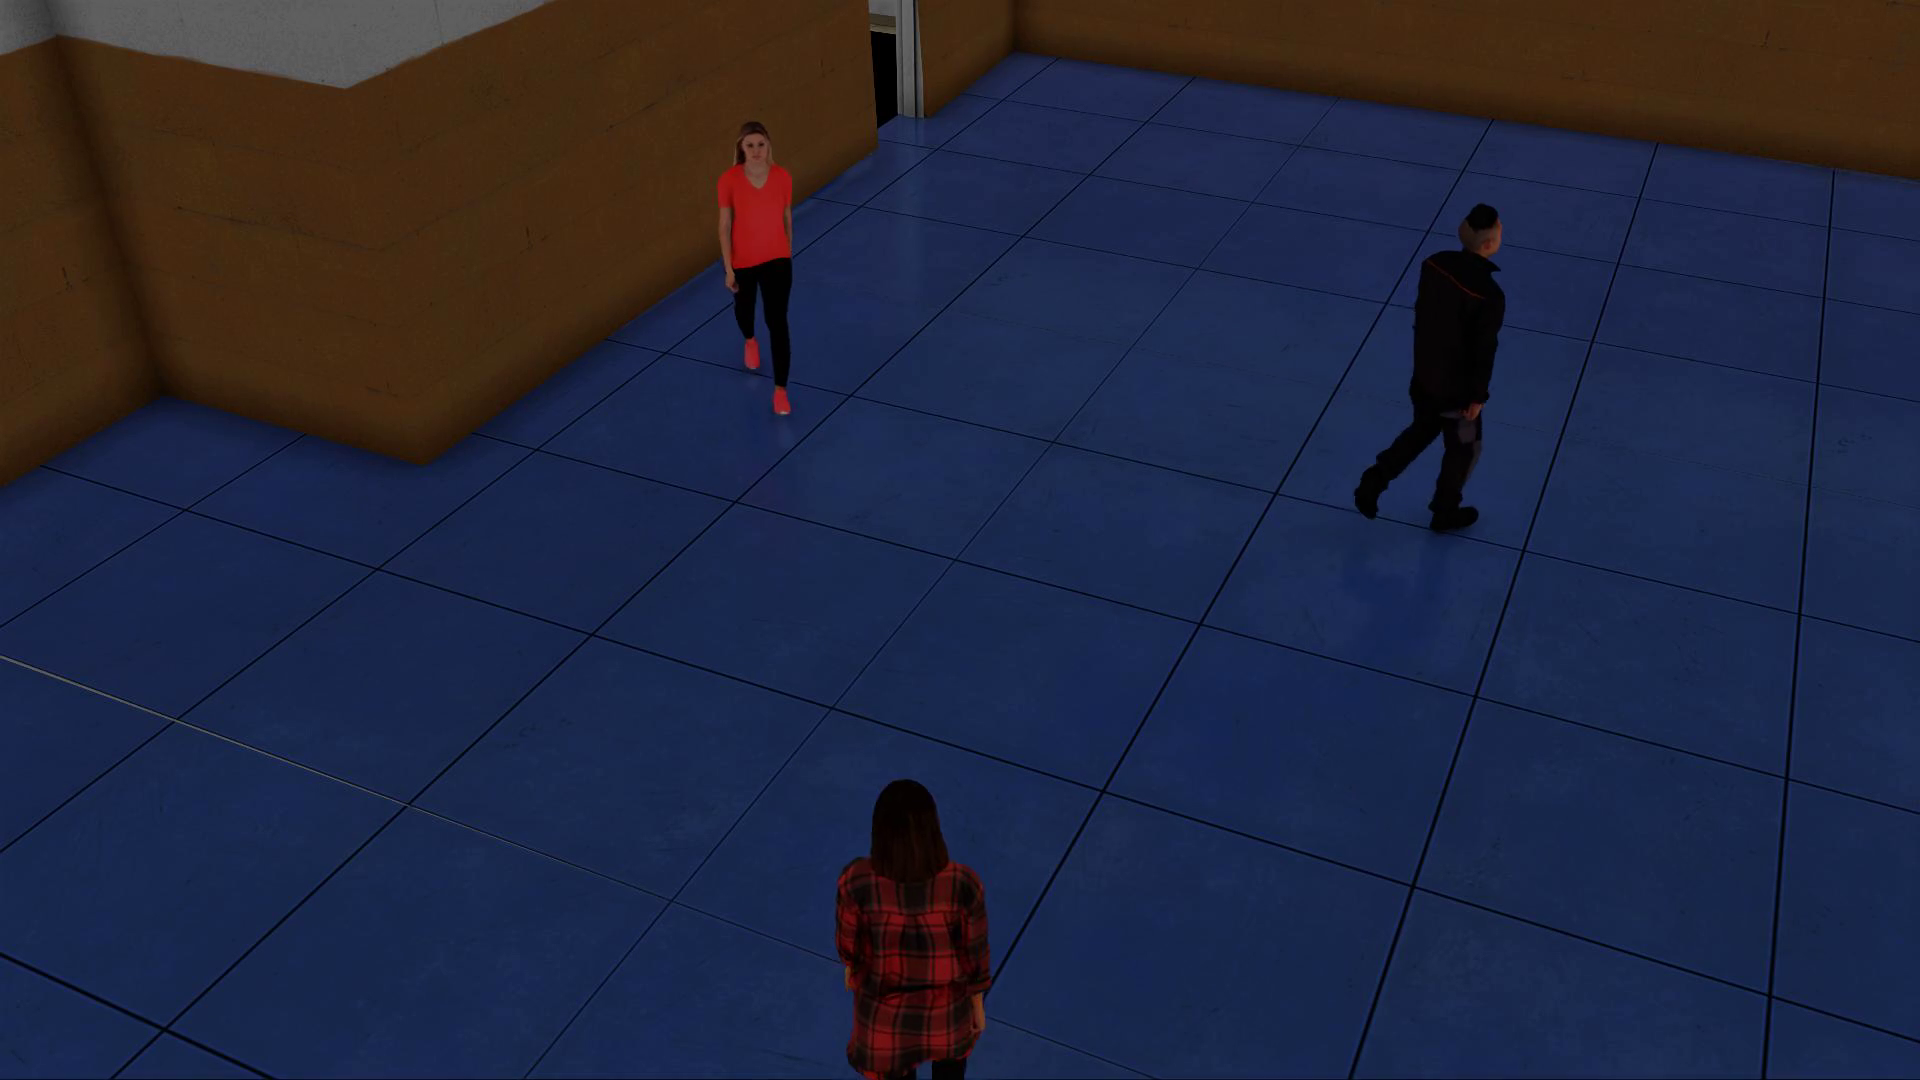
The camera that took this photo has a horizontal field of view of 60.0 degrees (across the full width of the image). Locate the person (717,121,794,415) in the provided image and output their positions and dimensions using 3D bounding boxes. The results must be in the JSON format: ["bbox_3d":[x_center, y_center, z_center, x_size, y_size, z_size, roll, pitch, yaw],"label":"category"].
[{"bbox_3d":[-1.208,-1.644,9.775,1.181,1.650,1.101,-6,34,-9],"label":"person"}]

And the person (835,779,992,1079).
[{"bbox_3d":[-0.139,1.474,5.060,0.765,1.682,0.825,1,34,1],"label":"person"}]

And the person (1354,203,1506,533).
[{"bbox_3d":[2.399,-0.833,8.361,1.117,1.843,1.072,-14,36,-20],"label":"person"}]
